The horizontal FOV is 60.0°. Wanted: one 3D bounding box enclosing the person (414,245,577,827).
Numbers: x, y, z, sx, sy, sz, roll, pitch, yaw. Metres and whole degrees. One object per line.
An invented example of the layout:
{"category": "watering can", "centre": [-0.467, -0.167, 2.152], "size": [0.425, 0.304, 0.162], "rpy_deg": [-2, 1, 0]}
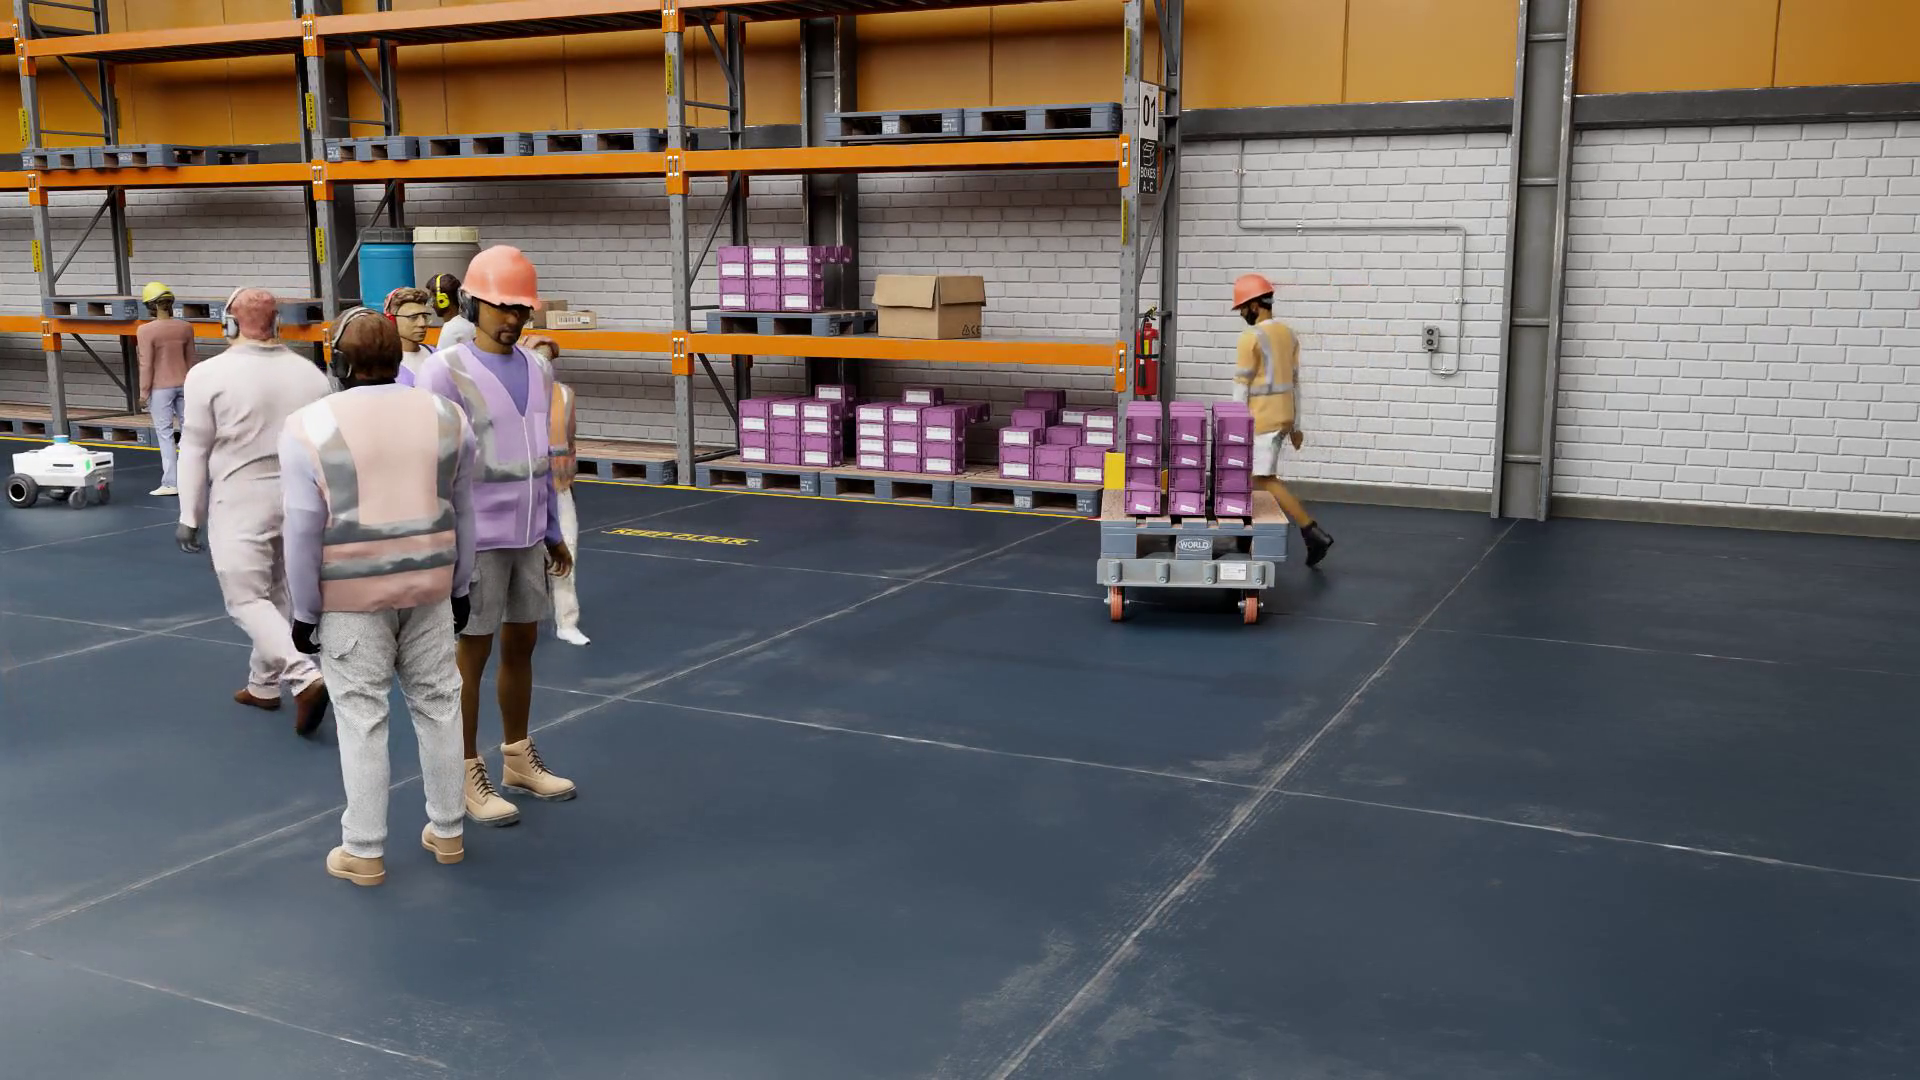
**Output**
{"category": "person", "centre": [-1.619, -0.018, 5.933], "size": [0.392, 2.034, 0.605], "rpy_deg": [5, 11, 28]}

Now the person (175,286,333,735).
{"category": "person", "centre": [-2.938, -0.131, 7.043], "size": [0.849, 1.876, 0.646], "rpy_deg": [6, 12, 31]}

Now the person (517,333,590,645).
{"category": "person", "centre": [-2.245, -0.273, 8.624], "size": [0.731, 1.607, 0.517], "rpy_deg": [9, 13, 42]}

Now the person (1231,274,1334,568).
{"category": "person", "centre": [2.046, -0.753, 10.623], "size": [0.847, 1.882, 0.549], "rpy_deg": [8, 13, 39]}

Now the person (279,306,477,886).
{"category": "person", "centre": [-1.859, 0.180, 5.345], "size": [0.626, 1.847, 0.429], "rpy_deg": [-9, 13, -41]}

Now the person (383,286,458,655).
{"category": "person", "centre": [-2.688, -0.310, 8.140], "size": [0.379, 1.844, 0.570], "rpy_deg": [5, 11, 26]}

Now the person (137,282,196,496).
{"category": "person", "centre": [-6.530, -1.238, 13.710], "size": [0.320, 1.762, 0.522], "rpy_deg": [5, 11, 26]}

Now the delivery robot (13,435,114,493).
{"category": "delivery robot", "centre": [-7.080, -0.585, 13.144], "size": [0.707, 0.478, 0.477], "rpy_deg": [2, 10, 9]}

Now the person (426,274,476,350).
{"category": "person", "centre": [-3.373, -0.838, 11.120], "size": [0.328, 1.865, 0.521], "rpy_deg": [0, 10, -2]}
